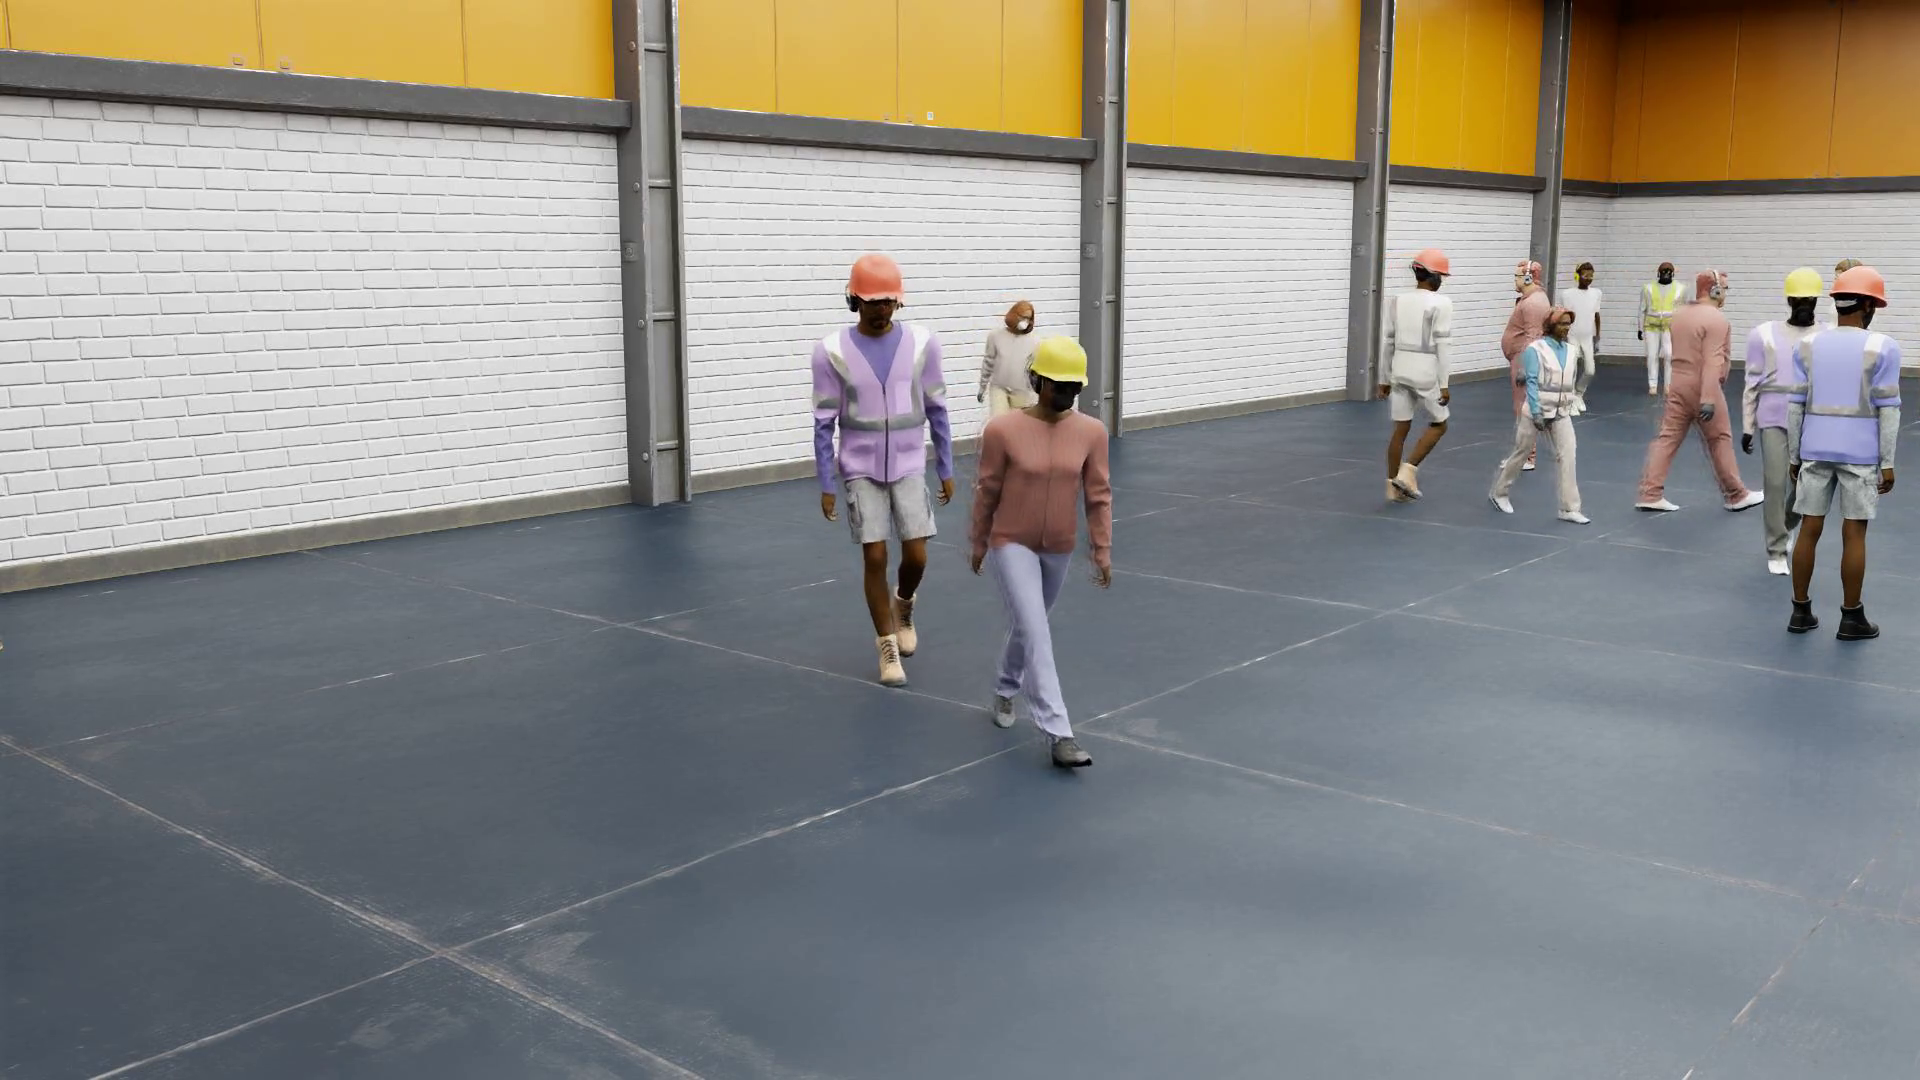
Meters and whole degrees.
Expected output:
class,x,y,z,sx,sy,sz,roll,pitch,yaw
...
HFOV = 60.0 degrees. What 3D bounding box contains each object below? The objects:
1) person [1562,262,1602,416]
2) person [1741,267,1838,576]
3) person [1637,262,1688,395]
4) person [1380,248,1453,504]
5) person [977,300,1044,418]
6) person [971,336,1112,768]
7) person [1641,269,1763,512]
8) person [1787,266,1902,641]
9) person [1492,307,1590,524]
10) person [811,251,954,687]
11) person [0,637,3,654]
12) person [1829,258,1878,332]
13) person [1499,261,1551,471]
class,x,y,z,sx,sy,sz,roll,pitch,yaw
person,7.477,-2.423,20.102,0.532,1.854,0.429,0,10,2
person,5.224,-0.755,10.461,0.592,1.909,0.658,3,10,16
person,9.658,-2.906,22.917,0.623,1.829,0.475,5,11,25
person,3.599,-1.275,13.098,0.489,2.016,0.732,-7,12,-35
person,0.415,-1.209,13.929,0.565,1.583,0.791,0,10,3
person,0.315,0.015,6.703,0.526,1.684,0.984,-4,11,-21
person,5.707,-1.126,12.707,0.980,1.851,0.674,-2,10,-9
person,4.582,-0.445,8.639,0.374,1.927,0.543,-9,13,-40
person,4.377,-0.953,12.472,0.506,1.596,0.876,-4,11,-21
person,-0.355,-0.326,7.716,0.667,2.013,0.600,-2,10,-10
person,-3.212,0.236,4.897,1.009,1.880,0.565,7,12,34
person,8.049,-1.586,15.120,0.370,1.933,0.627,1,10,4
person,5.153,-1.589,15.211,0.408,1.906,0.653,4,11,21
